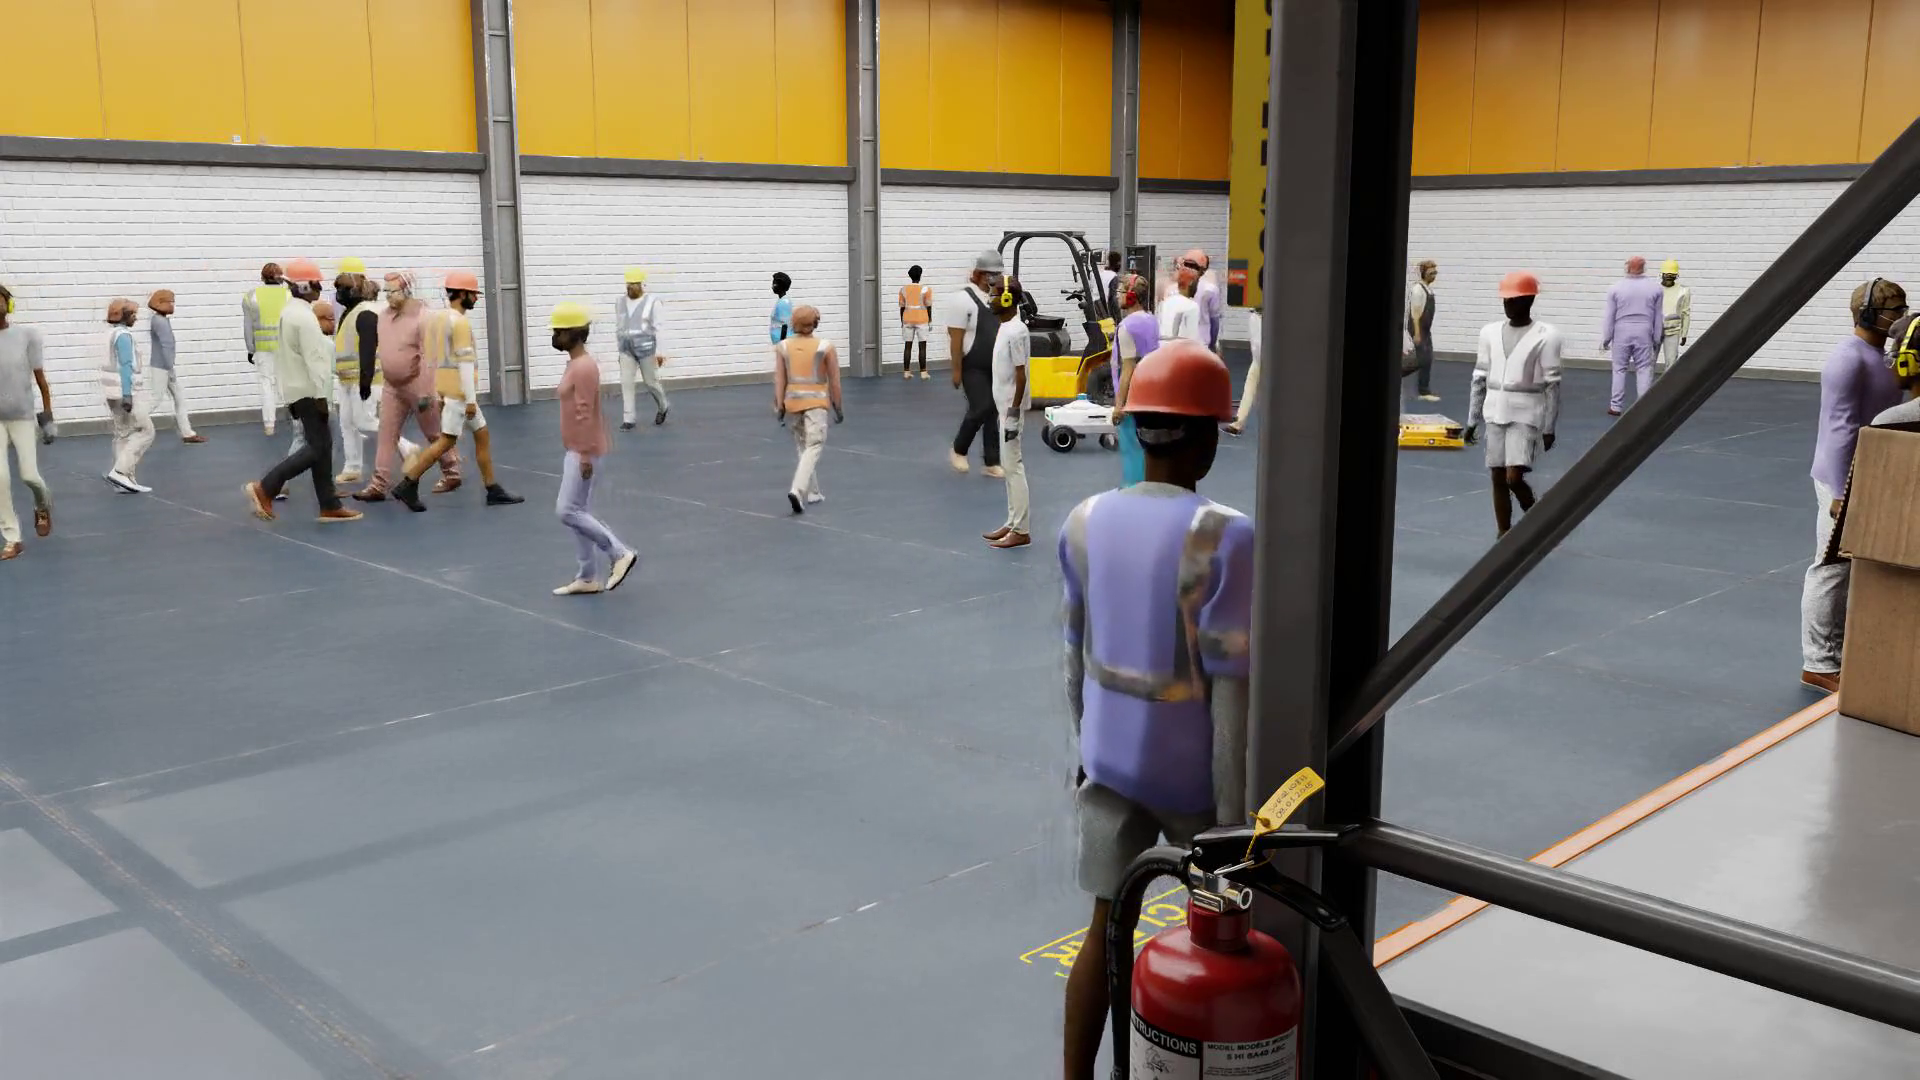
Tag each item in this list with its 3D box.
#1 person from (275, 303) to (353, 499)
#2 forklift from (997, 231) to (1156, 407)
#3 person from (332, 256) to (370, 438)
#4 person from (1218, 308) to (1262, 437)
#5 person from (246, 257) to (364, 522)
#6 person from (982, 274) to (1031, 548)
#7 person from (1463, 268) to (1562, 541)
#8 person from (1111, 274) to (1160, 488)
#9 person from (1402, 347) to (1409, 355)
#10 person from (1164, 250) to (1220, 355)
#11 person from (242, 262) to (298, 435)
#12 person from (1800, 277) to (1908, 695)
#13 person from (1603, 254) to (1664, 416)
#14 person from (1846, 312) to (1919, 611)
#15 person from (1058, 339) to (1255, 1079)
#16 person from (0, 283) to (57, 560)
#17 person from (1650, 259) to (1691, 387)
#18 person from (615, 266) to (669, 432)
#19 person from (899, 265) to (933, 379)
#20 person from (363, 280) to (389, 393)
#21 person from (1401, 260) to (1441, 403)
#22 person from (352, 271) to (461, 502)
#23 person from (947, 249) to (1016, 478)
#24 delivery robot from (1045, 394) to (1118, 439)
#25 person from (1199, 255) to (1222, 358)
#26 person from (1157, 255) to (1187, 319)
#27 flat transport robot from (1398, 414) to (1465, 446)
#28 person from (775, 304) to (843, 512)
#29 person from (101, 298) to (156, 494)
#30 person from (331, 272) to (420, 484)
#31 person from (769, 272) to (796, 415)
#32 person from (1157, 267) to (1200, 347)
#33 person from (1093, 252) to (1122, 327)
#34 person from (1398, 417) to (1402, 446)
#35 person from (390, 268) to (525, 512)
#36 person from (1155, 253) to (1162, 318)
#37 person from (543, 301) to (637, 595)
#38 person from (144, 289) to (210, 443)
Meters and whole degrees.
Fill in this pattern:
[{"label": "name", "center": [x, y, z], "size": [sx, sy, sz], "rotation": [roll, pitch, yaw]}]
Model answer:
[{"label": "person", "center": [-5.252, -1.099, 13.371], "size": [0.548, 1.599, 0.534], "rotation": [8, 13, 38]}, {"label": "forklift", "center": [1.222, -2.721, 20.561], "size": [2.313, 2.155, 1.214], "rotation": [2, 11, 13]}, {"label": "person", "center": [-6.339, -2.013, 17.466], "size": [0.446, 1.910, 0.606], "rotation": [-6, 12, -29]}, {"label": "person", "center": [3.158, -1.849, 17.473], "size": [0.883, 1.578, 0.563], "rotation": [-5, 11, -24]}, {"label": "person", "center": [-4.841, -1.075, 12.180], "size": [0.745, 1.977, 0.626], "rotation": [-6, 12, -31]}, {"label": "person", "center": [0.328, -0.877, 11.397], "size": [0.310, 1.868, 0.532], "rotation": [-1, 10, -5]}, {"label": "person", "center": [3.540, -0.778, 10.713], "size": [0.398, 1.923, 0.551], "rotation": [-9, 14, -40]}, {"label": "person", "center": [1.304, -1.037, 12.335], "size": [0.377, 1.846, 0.570], "rotation": [5, 11, 25]}, {"label": "person", "center": [1.401, 0.074, 6.046], "size": [0.377, 1.929, 0.542], "rotation": [4, 11, 22]}, {"label": "person", "center": [2.495, -2.139, 18.047], "size": [0.600, 1.984, 1.007], "rotation": [4, 11, 20]}, {"label": "person", "center": [-7.325, -2.046, 17.845], "size": [0.633, 1.842, 0.429], "rotation": [-3, 11, -18]}, {"label": "person", "center": [4.184, -0.246, 7.763], "size": [0.372, 1.940, 0.627], "rotation": [9, 14, 41]}, {"label": "person", "center": [7.946, -2.409, 19.652], "size": [0.652, 1.905, 0.402], "rotation": [2, 11, 13]}, {"label": "person", "center": [3.425, 0.121, 5.987], "size": [0.518, 1.860, 0.321], "rotation": [-3, 11, -14]}, {"label": "person", "center": [0.482, 0.498, 3.832], "size": [0.565, 1.901, 0.822], "rotation": [9, 14, 41]}, {"label": "person", "center": [-6.353, -0.819, 11.149], "size": [0.528, 1.845, 0.662], "rotation": [-3, 11, -16]}, {"label": "person", "center": [9.081, -2.696, 21.452], "size": [0.595, 1.825, 0.403], "rotation": [5, 11, 24]}, {"label": "person", "center": [-3.509, -2.118, 18.345], "size": [0.599, 1.808, 0.812], "rotation": [3, 11, 17]}, {"label": "person", "center": [-0.655, -3.224, 24.686], "size": [0.531, 1.694, 0.320], "rotation": [4, 11, 20]}, {"label": "person", "center": [-6.478, -2.041, 18.380], "size": [0.515, 1.636, 0.314], "rotation": [-1, 10, -6]}, {"label": "person", "center": [5.813, -2.657, 21.221], "size": [0.602, 1.824, 0.569], "rotation": [7, 12, 32]}, {"label": "person", "center": [-4.473, -1.245, 13.493], "size": [0.650, 1.848, 1.038], "rotation": [5, 12, 25]}, {"label": "person", "center": [0.256, -1.552, 14.606], "size": [0.686, 2.000, 0.540], "rotation": [-8, 13, -39]}, {"label": "delivery robot", "center": [1.216, -1.214, 16.560], "size": [0.707, 0.478, 0.477], "rotation": [-1, 11, -7]}, {"label": "person", "center": [4.049, -3.814, 27.565], "size": [0.634, 1.825, 0.694], "rotation": [-4, 11, -19]}, {"label": "person", "center": [2.703, -2.739, 21.520], "size": [0.594, 1.881, 0.692], "rotation": [8, 13, 36]}, {"label": "flat transport robot", "center": [4.765, -1.154, 17.268], "size": [0.652, 0.197, 1.431], "rotation": [1, 10, 5]}, {"label": "person", "center": [-1.203, -1.032, 12.970], "size": [0.517, 1.613, 0.809], "rotation": [4, 11, 19]}, {"label": "person", "center": [-6.861, -1.177, 13.700], "size": [0.363, 1.616, 0.552], "rotation": [-8, 13, -38]}, {"label": "person", "center": [-5.090, -1.384, 14.296], "size": [0.656, 1.821, 0.633], "rotation": [-8, 13, -38]}, {"label": "person", "center": [-2.117, -2.348, 19.889], "size": [0.318, 1.697, 0.535], "rotation": [-1, 10, -6]}, {"label": "person", "center": [2.040, -1.715, 16.096], "size": [0.998, 1.843, 0.628], "rotation": [-4, 11, -23]}, {"label": "person", "center": [2.289, -3.615, 26.341], "size": [0.381, 1.875, 0.715], "rotation": [-4, 11, -21]}, {"label": "person", "center": [4.065, -1.875, 16.714], "size": [0.970, 1.903, 0.648], "rotation": [-1, 10, -3]}, {"label": "person", "center": [-3.969, -1.164, 12.930], "size": [0.993, 1.893, 0.559], "rotation": [-6, 12, -28]}, {"label": "person", "center": [2.477, -2.992, 22.799], "size": [0.595, 1.921, 0.684], "rotation": [-2, 11, -13]}, {"label": "person", "center": [-2.216, -0.521, 9.766], "size": [0.421, 1.750, 0.539], "rotation": [-4, 11, -19]}, {"label": "person", "center": [-8.148, -1.746, 16.882], "size": [0.786, 1.600, 0.532], "rotation": [-5, 11, -25]}]
